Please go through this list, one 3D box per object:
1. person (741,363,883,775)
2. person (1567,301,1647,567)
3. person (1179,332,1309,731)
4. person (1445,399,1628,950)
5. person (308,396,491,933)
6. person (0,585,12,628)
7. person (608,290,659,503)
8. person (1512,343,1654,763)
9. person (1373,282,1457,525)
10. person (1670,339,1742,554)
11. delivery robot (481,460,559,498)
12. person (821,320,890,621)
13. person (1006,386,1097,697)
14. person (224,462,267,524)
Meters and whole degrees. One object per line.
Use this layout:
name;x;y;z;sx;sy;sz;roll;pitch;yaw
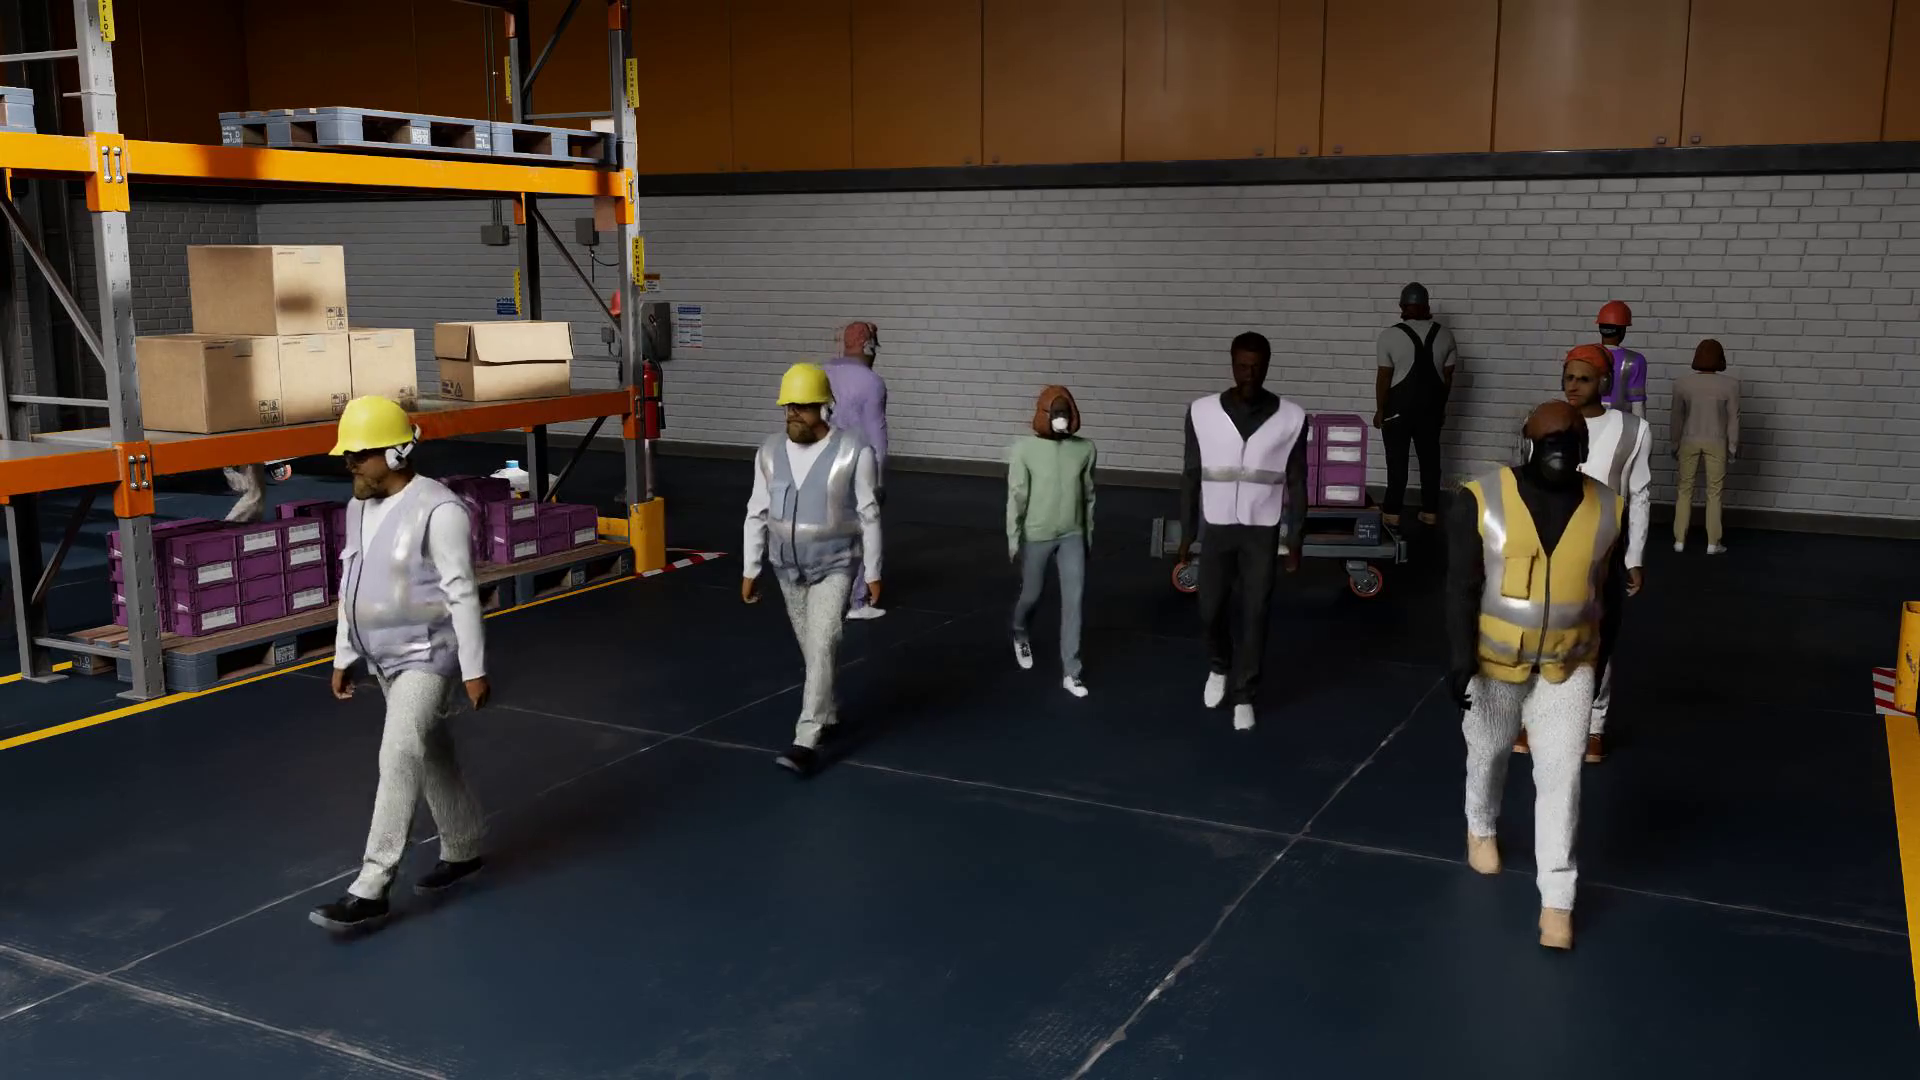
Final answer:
person;-0.697;0.123;7.365;0.614;1.790;0.886;4;11;24
person;4.691;-0.762;12.085;0.552;1.936;0.359;7;12;35
person;1.365;-0.046;8.013;0.613;1.908;0.440;2;10;10
person;1.981;0.401;5.790;0.617;1.802;0.972;2;10;9
person;-1.992;0.417;5.677;0.608;1.793;0.848;8;13;40
person;-5.763;-0.291;9.342;0.609;1.945;0.766;5;11;29
person;-2.931;-1.264;14.978;0.456;1.971;0.659;-2;10;-12
person;2.773;0.060;7.480;0.584;1.881;0.339;5;11;26
person;3.775;-1.143;13.990;0.676;2.000;0.536;-1;10;-8
person;5.654;-0.707;12.640;0.497;1.636;0.285;7;12;34
delivery robot;-3.714;-0.419;13.824;0.707;0.478;0.477;-6;11;-30
person;-0.735;-0.408;10.251;0.582;1.878;0.652;-9;13;-41
person;0.469;-0.029;8.814;0.511;1.601;0.800;-3;10;-16
person;-5.276;-0.645;12.304;0.378;1.625;0.537;0;10;-2
